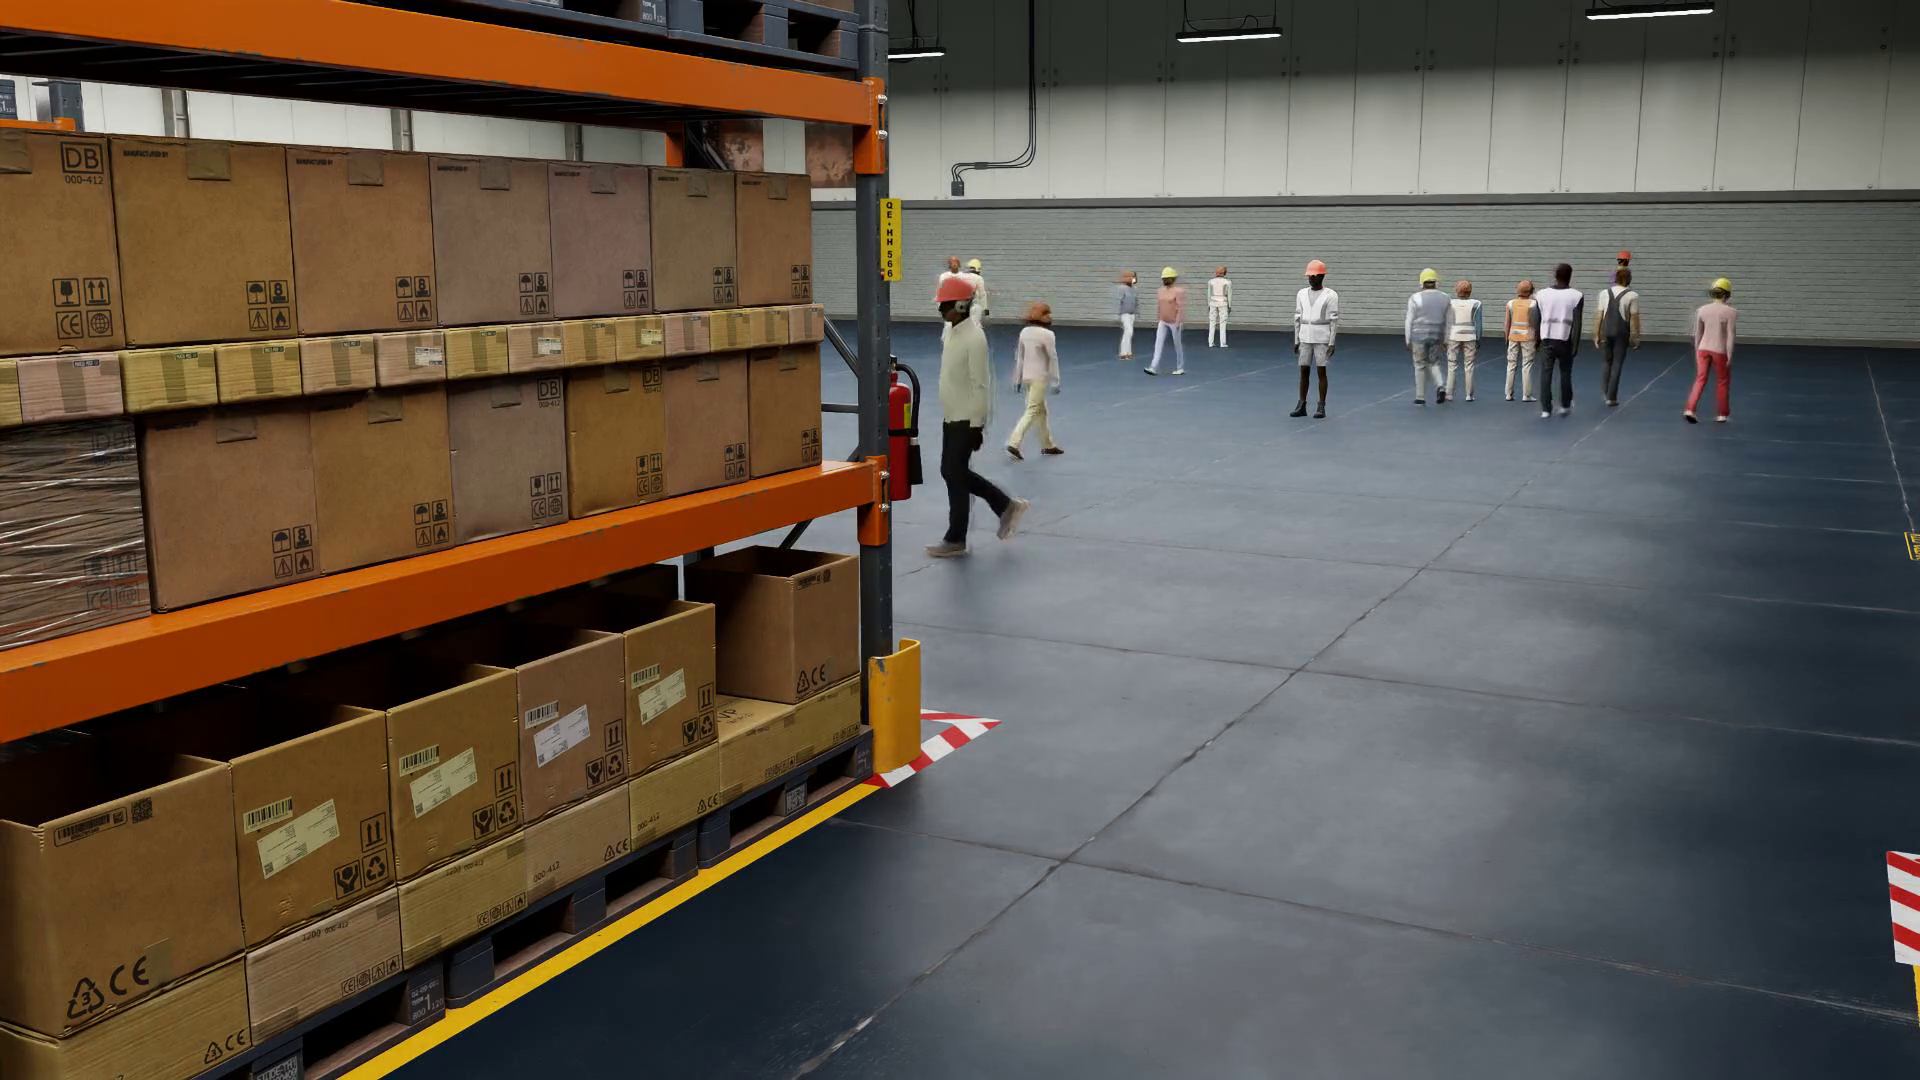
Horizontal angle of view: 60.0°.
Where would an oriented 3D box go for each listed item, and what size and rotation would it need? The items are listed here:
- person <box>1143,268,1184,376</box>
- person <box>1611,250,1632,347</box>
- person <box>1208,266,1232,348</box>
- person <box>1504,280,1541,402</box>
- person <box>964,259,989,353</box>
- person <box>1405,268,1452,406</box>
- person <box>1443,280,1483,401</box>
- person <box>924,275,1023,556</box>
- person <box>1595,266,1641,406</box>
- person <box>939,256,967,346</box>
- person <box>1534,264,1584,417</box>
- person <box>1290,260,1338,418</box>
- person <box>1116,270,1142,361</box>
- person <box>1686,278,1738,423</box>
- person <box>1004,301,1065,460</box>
[{"bbox_3d":[3.310,-3.479,26.571,0.543,1.711,0.895,10,14,43],"label":"person"},{"bbox_3d":[13.292,-4.850,33.465,0.351,1.941,0.545,-1,10,-7],"label":"person"},{"bbox_3d":[5.201,-4.671,33.342,0.509,1.629,0.316,5,12,26],"label":"person"},{"bbox_3d":[7.600,-2.682,22.468,0.522,1.637,0.305,10,14,43],"label":"person"},{"bbox_3d":[0.200,-4.405,31.490,0.827,1.792,0.597,-6,12,-30],"label":"person"},{"bbox_3d":[6.134,-2.646,21.805,0.592,1.812,0.465,-1,10,-8],"label":"person"},{"bbox_3d":[6.793,-2.690,22.496,0.513,1.645,0.307,3,11,15],"label":"person"},{"bbox_3d":[0.087,-0.872,11.673,0.667,1.972,0.623,-3,11,-16],"label":"person"},{"bbox_3d":[8.716,-2.680,21.915,0.637,1.830,0.548,-10,15,-44],"label":"person"},{"bbox_3d":[-0.137,-4.526,31.963,0.591,1.856,0.836,-3,11,-16],"label":"person"},{"bbox_3d":[7.484,-2.496,20.791,0.608,1.871,0.960,6,12,30],"label":"person"},{"bbox_3d":[4.359,-2.465,20.465,0.543,1.939,0.371,7,13,35],"label":"person"},{"bbox_3d":[3.073,-4.006,29.724,0.585,1.610,0.531,10,14,43],"label":"person"},{"bbox_3d":[8.995,-2.241,19.882,0.805,1.754,0.531,-8,13,-37],"label":"person"},{"bbox_3d":[0.744,-1.606,16.729,0.846,1.595,0.516,-7,13,-35],"label":"person"}]
